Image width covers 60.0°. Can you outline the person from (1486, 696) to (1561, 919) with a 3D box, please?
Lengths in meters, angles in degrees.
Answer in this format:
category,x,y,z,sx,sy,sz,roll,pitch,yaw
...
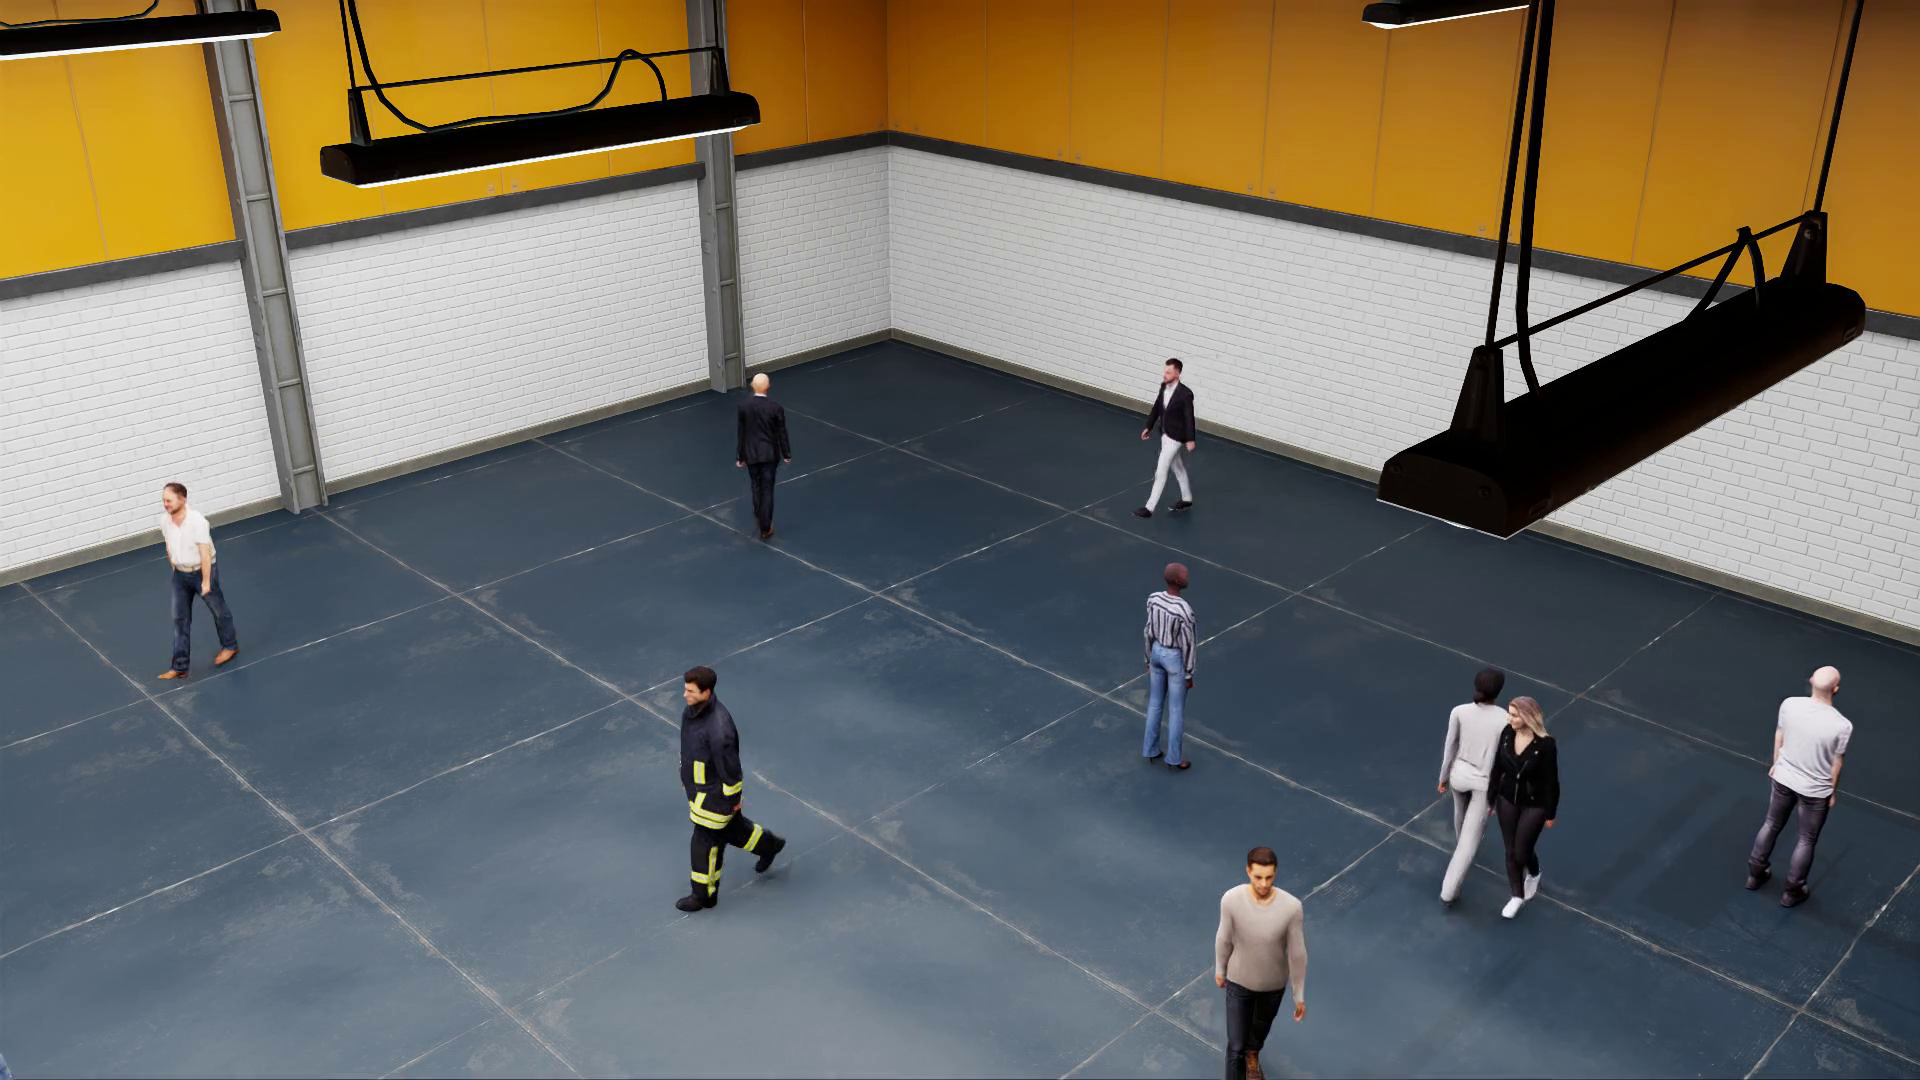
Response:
category,x,y,z,sx,sy,sz,roll,pitch,yaw
person,3.977,1.837,11.672,0.625,1.660,0.662,19,30,37

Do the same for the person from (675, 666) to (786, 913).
category,x,y,z,sx,sy,sz,roll,pitch,yaw
person,-1.654,1.695,11.700,1.237,1.898,0.976,-13,27,-26

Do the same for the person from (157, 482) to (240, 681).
category,x,y,z,sx,sy,sz,roll,pitch,yaw
person,-6.801,0.299,14.992,1.022,1.819,1.227,6,24,14

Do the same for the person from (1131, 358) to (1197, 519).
category,x,y,z,sx,sy,sz,roll,pitch,yaw
person,2.432,-1.130,18.281,1.188,1.803,0.928,-10,25,-21

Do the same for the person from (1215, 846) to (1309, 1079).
category,x,y,z,sx,sy,sz,roll,pitch,yaw
person,1.758,2.557,9.832,1.141,1.813,1.260,2,24,4

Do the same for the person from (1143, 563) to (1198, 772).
category,x,y,z,sx,sy,sz,roll,pitch,yaw
person,1.687,1.018,13.379,0.538,1.793,0.616,-21,31,-39

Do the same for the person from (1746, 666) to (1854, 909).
category,x,y,z,sx,sy,sz,roll,pitch,yaw
person,5.932,1.721,11.724,0.658,1.831,0.698,-14,27,-29

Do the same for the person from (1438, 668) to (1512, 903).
category,x,y,z,sx,sy,sz,roll,pitch,yaw
person,3.634,1.772,11.788,0.708,1.687,1.218,16,28,32

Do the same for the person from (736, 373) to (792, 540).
category,x,y,z,sx,sy,sz,roll,pitch,yaw
person,-2.129,-0.865,17.707,0.976,1.776,1.047,2,24,5
